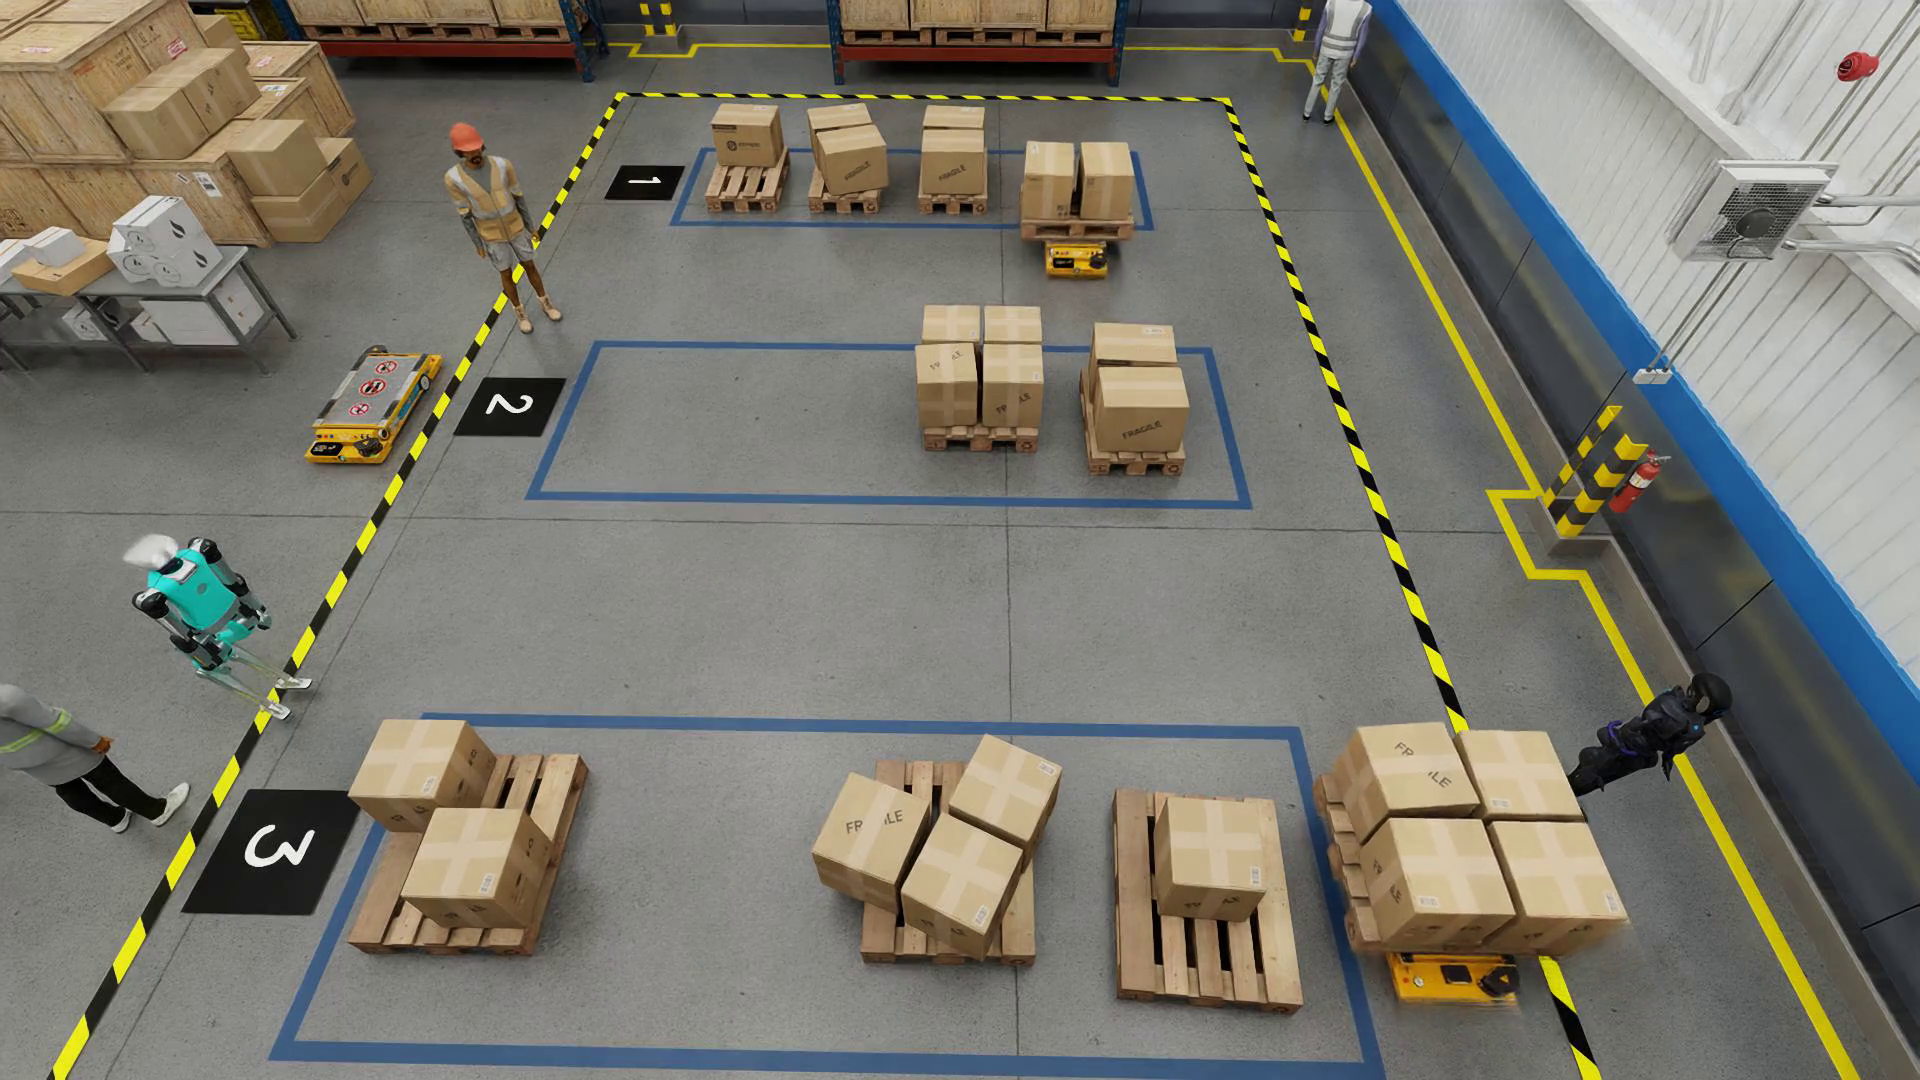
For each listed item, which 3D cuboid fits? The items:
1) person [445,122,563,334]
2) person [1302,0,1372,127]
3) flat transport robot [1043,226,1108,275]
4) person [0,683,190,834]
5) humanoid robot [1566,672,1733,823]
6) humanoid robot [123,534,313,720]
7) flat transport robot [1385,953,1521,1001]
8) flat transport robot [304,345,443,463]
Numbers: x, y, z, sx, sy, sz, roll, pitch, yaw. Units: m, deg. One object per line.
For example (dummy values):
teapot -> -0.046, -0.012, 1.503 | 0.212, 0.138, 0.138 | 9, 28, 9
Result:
person -> -4.324, -2.924, 8.678 | 0.606, 2.048, 0.366 | -31, 57, -24
person -> 4.769, -6.193, 11.578 | 0.599, 1.836, 0.404 | 20, 53, 16
flat transport robot -> 1.271, -3.466, 10.281 | 0.652, 0.197, 1.431 | 1, 50, 1
person -> -5.340, 1.170, 5.340 | 0.594, 1.849, 0.390 | -6, 50, -5
humanoid robot -> 3.925, 1.262, 5.368 | 0.599, 1.655, 0.315 | -7, 50, -6
humanoid robot -> -4.836, 0.545, 5.854 | 0.735, 1.681, 0.533 | 9, 50, 8
flat transport robot -> 2.841, 2.029, 5.631 | 0.652, 0.197, 1.431 | 1, 50, 1
flat transport robot -> -5.383, -1.269, 8.441 | 0.659, 0.231, 1.431 | 1, 50, 1
